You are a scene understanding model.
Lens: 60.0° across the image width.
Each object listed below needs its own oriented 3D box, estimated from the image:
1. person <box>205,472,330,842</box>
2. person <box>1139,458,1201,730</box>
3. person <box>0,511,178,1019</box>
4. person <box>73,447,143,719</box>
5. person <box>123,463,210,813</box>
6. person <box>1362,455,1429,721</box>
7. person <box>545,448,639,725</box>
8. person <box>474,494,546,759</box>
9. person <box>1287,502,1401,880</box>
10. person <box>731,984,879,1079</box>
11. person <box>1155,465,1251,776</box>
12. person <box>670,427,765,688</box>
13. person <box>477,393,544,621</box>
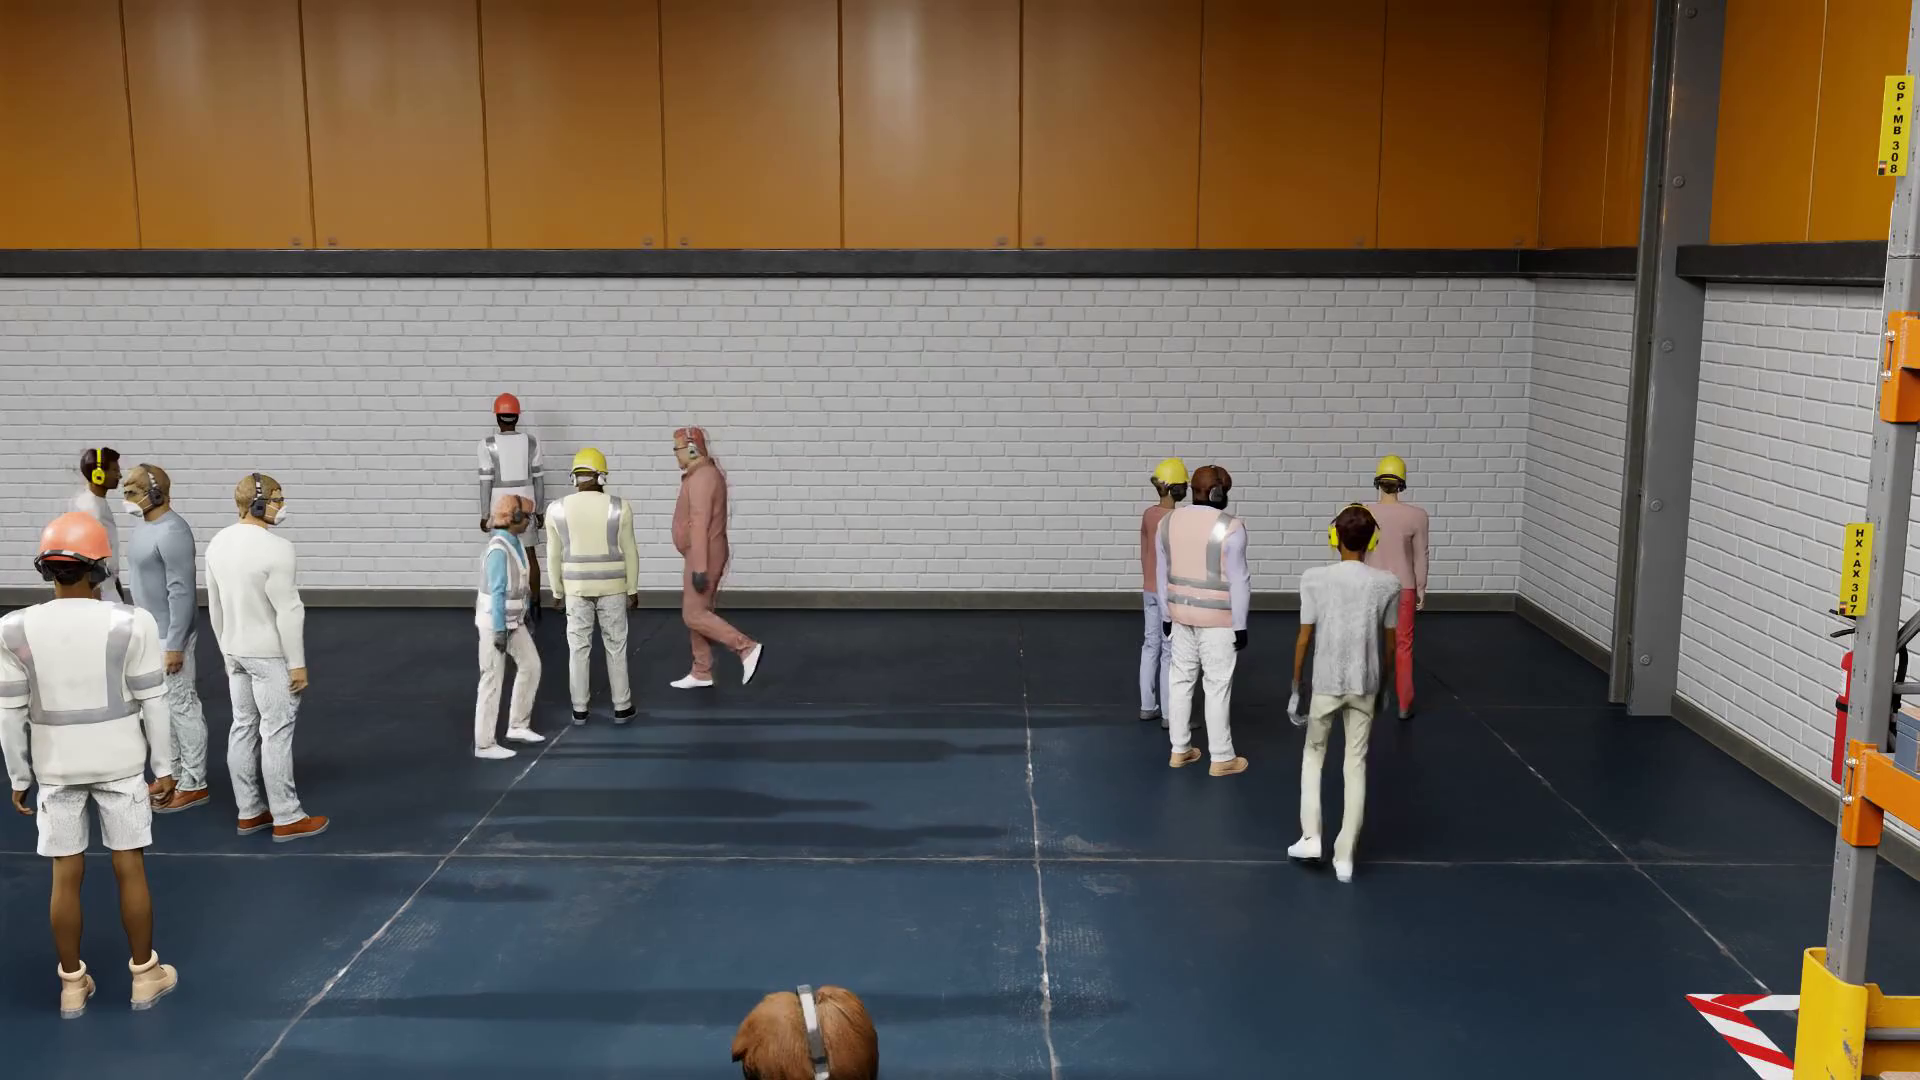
[{"bbox_3d":[-3.657,0.612,8.720,0.629,1.937,0.379,6,11,30],"label":"person"},{"bbox_3d":[1.357,0.348,10.802,0.305,1.771,0.525,-5,11,-26],"label":"person"},{"bbox_3d":[-3.487,0.899,6.681,0.615,2.042,0.372,-3,10,-15],"label":"person"},{"bbox_3d":[-5.685,0.314,10.832,0.802,1.835,0.521,-7,12,-36],"label":"person"},{"bbox_3d":[-4.405,0.532,9.204,0.373,1.937,0.630,-8,13,-41],"label":"person"},{"bbox_3d":[2.816,0.319,10.980,0.524,1.769,0.314,2,10,13],"label":"person"},{"bbox_3d":[-2.390,0.307,10.892,0.588,1.822,0.403,-1,9,-3],"label":"person"},{"bbox_3d":[-2.770,0.523,10.232,0.436,1.608,0.519,0,9,2],"label":"person"},{"bbox_3d":[1.883,0.745,8.202,0.531,1.847,0.462,1,10,8],"label":"person"},{"bbox_3d":[-0.220,1.640,2.888,0.429,1.833,0.630,-2,10,-12],"label":"person"},{"bbox_3d":[1.456,0.472,9.866,0.624,1.837,0.430,9,13,44],"label":"person"},{"bbox_3d":[-1.729,0.143,11.703,0.619,1.879,0.680,0,9,-1],"label":"person"},{"bbox_3d":[-3.772,-0.267,13.980,0.550,1.935,0.376,-6,11,-30],"label":"person"}]
